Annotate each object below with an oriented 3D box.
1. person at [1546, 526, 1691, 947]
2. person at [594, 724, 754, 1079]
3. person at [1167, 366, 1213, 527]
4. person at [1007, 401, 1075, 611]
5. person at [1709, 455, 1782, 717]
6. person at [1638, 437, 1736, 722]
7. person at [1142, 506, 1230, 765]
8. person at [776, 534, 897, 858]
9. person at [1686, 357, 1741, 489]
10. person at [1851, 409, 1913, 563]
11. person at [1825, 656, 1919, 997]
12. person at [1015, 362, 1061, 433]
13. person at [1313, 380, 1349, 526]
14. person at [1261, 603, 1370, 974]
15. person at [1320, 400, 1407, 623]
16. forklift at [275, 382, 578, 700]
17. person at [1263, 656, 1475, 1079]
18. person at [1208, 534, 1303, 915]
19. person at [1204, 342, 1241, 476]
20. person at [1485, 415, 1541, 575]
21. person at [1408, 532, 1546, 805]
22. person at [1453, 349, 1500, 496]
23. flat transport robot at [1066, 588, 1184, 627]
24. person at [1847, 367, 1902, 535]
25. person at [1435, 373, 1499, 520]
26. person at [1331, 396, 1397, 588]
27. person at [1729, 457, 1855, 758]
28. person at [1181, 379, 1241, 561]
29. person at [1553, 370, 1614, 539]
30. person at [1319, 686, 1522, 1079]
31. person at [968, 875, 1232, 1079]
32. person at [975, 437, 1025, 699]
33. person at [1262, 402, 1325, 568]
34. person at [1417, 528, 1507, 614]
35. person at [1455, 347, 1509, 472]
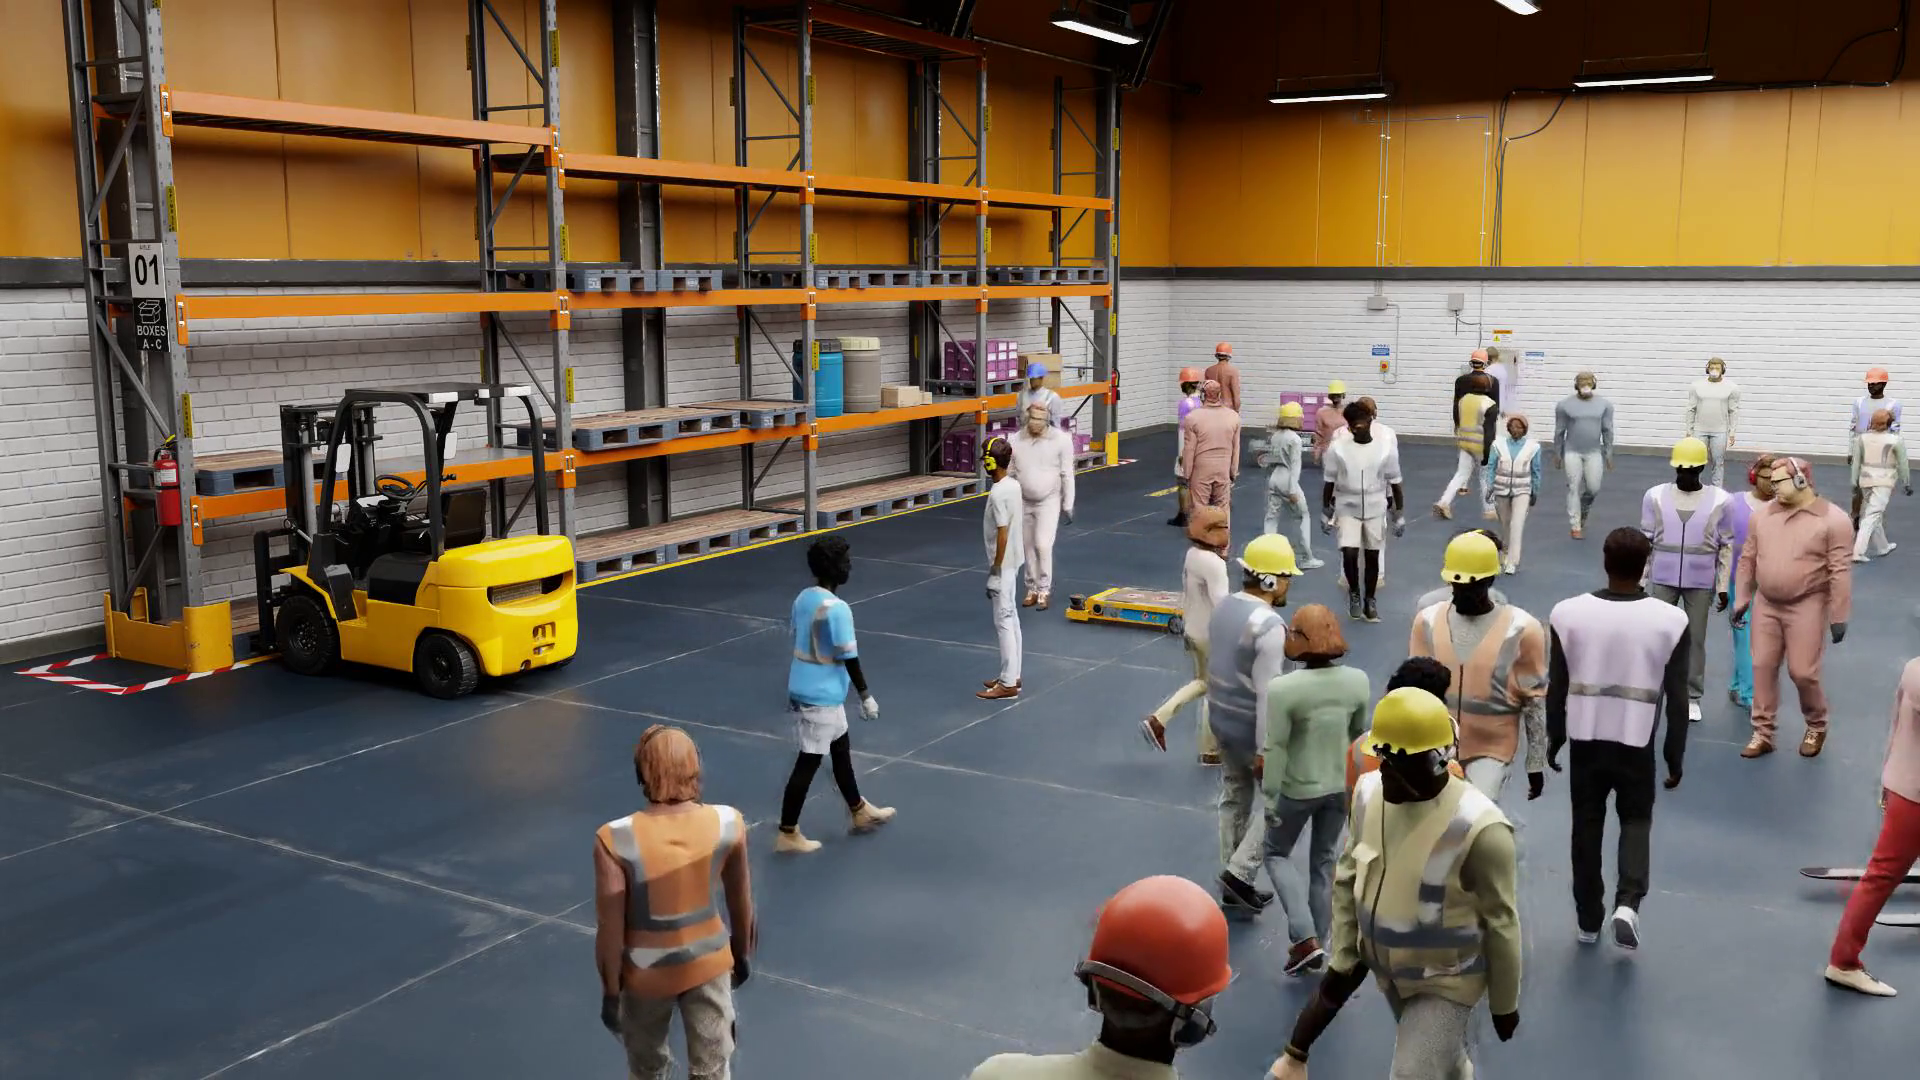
[{"bbox_3d":[2.894,0.892,7.372,0.595,1.901,0.500,4,10,23],"label":"person"},{"bbox_3d":[-0.888,1.379,5.280,0.534,1.597,0.866,-4,10,-23],"label":"person"},{"bbox_3d":[2.769,-1.088,19.632,0.557,1.925,0.631,-9,13,-44],"label":"person"},{"bbox_3d":[0.655,-0.304,14.869,0.700,1.875,0.627,4,10,22],"label":"person"},{"bbox_3d":[5.416,0.324,11.227,0.581,1.784,0.982,1,9,6],"label":"person"},{"bbox_3d":[4.862,0.264,11.192,0.594,1.922,0.385,5,11,30],"label":"person"},{"bbox_3d":[1.445,0.592,10.104,0.523,1.619,0.504,-2,9,-10],"label":"person"},{"bbox_3d":[-0.627,0.802,8.653,0.816,1.661,0.546,-4,10,-22],"label":"person"},{"bbox_3d":[9.691,-1.389,21.466,0.628,1.940,0.373,5,11,30],"label":"person"},{"bbox_3d":[9.632,-0.564,17.371,0.848,1.594,0.518,-4,10,-24],"label":"person"},{"bbox_3d":[4.066,1.063,6.829,0.888,1.716,0.552,3,10,20],"label":"person"},{"bbox_3d":[0.986,-1.252,20.654,0.614,1.927,0.763,5,10,26],"label":"person"},{"bbox_3d":[4.471,-1.030,19.766,0.558,1.749,0.411,4,10,22],"label":"person"},{"bbox_3d":[1.506,1.073,7.077,0.512,1.619,0.385,-3,10,-17],"label":"person"},{"bbox_3d":[3.466,-0.235,14.272,0.726,1.931,0.469,1,9,8],"label":"person"},{"bbox_3d":[-3.974,-0.067,12.417,2.313,2.155,1.214,5,11,30],"label":"forklift"},{"bbox_3d":[1.507,1.242,5.931,0.853,1.655,0.565,-6,11,-31],"label":"person"},{"bbox_3d":[1.385,0.867,7.790,0.436,1.809,0.585,-4,10,-22],"label":"person"},{"bbox_3d":[3.911,-1.947,24.763,0.622,1.996,0.370,9,13,43],"label":"person"},{"bbox_3d":[5.614,-0.482,16.888,0.509,1.599,0.868,5,10,27],"label":"person"},{"bbox_3d":[2.153,0.912,7.195,0.627,1.898,0.728,9,13,44],"label":"person"},{"bbox_3d":[7.000,-1.593,22.562,0.612,1.995,0.393,5,10,28],"label":"person"},{"bbox_3d":[1.693,0.593,14.281,1.431,0.197,0.652,5,11,30],"label":"flat transport robot"},{"bbox_3d":[10.536,-1.031,19.229,0.359,1.939,0.543,-7,11,-37],"label":"person"},{"bbox_3d":[6.249,-1.124,20.238,0.887,1.815,0.633,-5,10,-27],"label":"person"},{"bbox_3d":[3.854,-0.455,15.938,0.624,1.844,0.430,2,9,10],"label":"person"},{"bbox_3d":[5.122,0.426,10.318,0.494,1.881,0.683,-6,11,-35],"label":"person"},{"bbox_3d":[2.593,-0.713,17.331,0.642,1.913,0.409,-3,10,-18],"label":"person"},{"bbox_3d":[7.081,-0.978,18.939,0.647,1.927,0.565,3,9,15],"label":"person"},{"bbox_3d":[1.352,1.316,5.084,0.981,1.772,0.570,-4,10,-26],"label":"person"},{"bbox_3d":[0.269,1.563,2.967,0.659,1.966,0.508,5,11,30],"label":"person"},{"bbox_3d":[0.280,0.203,11.772,0.335,1.864,0.521,2,9,15],"label":"person"},{"bbox_3d":[3.384,-0.541,16.883,0.779,1.712,0.499,-5,10,-26],"label":"person"},{"bbox_3d":[2.381,0.818,8.086,0.510,1.814,0.944,-2,9,-12],"label":"person"},{"bbox_3d":[8.014,-1.993,25.376,1.008,1.891,0.651,8,12,41],"label":"person"}]
